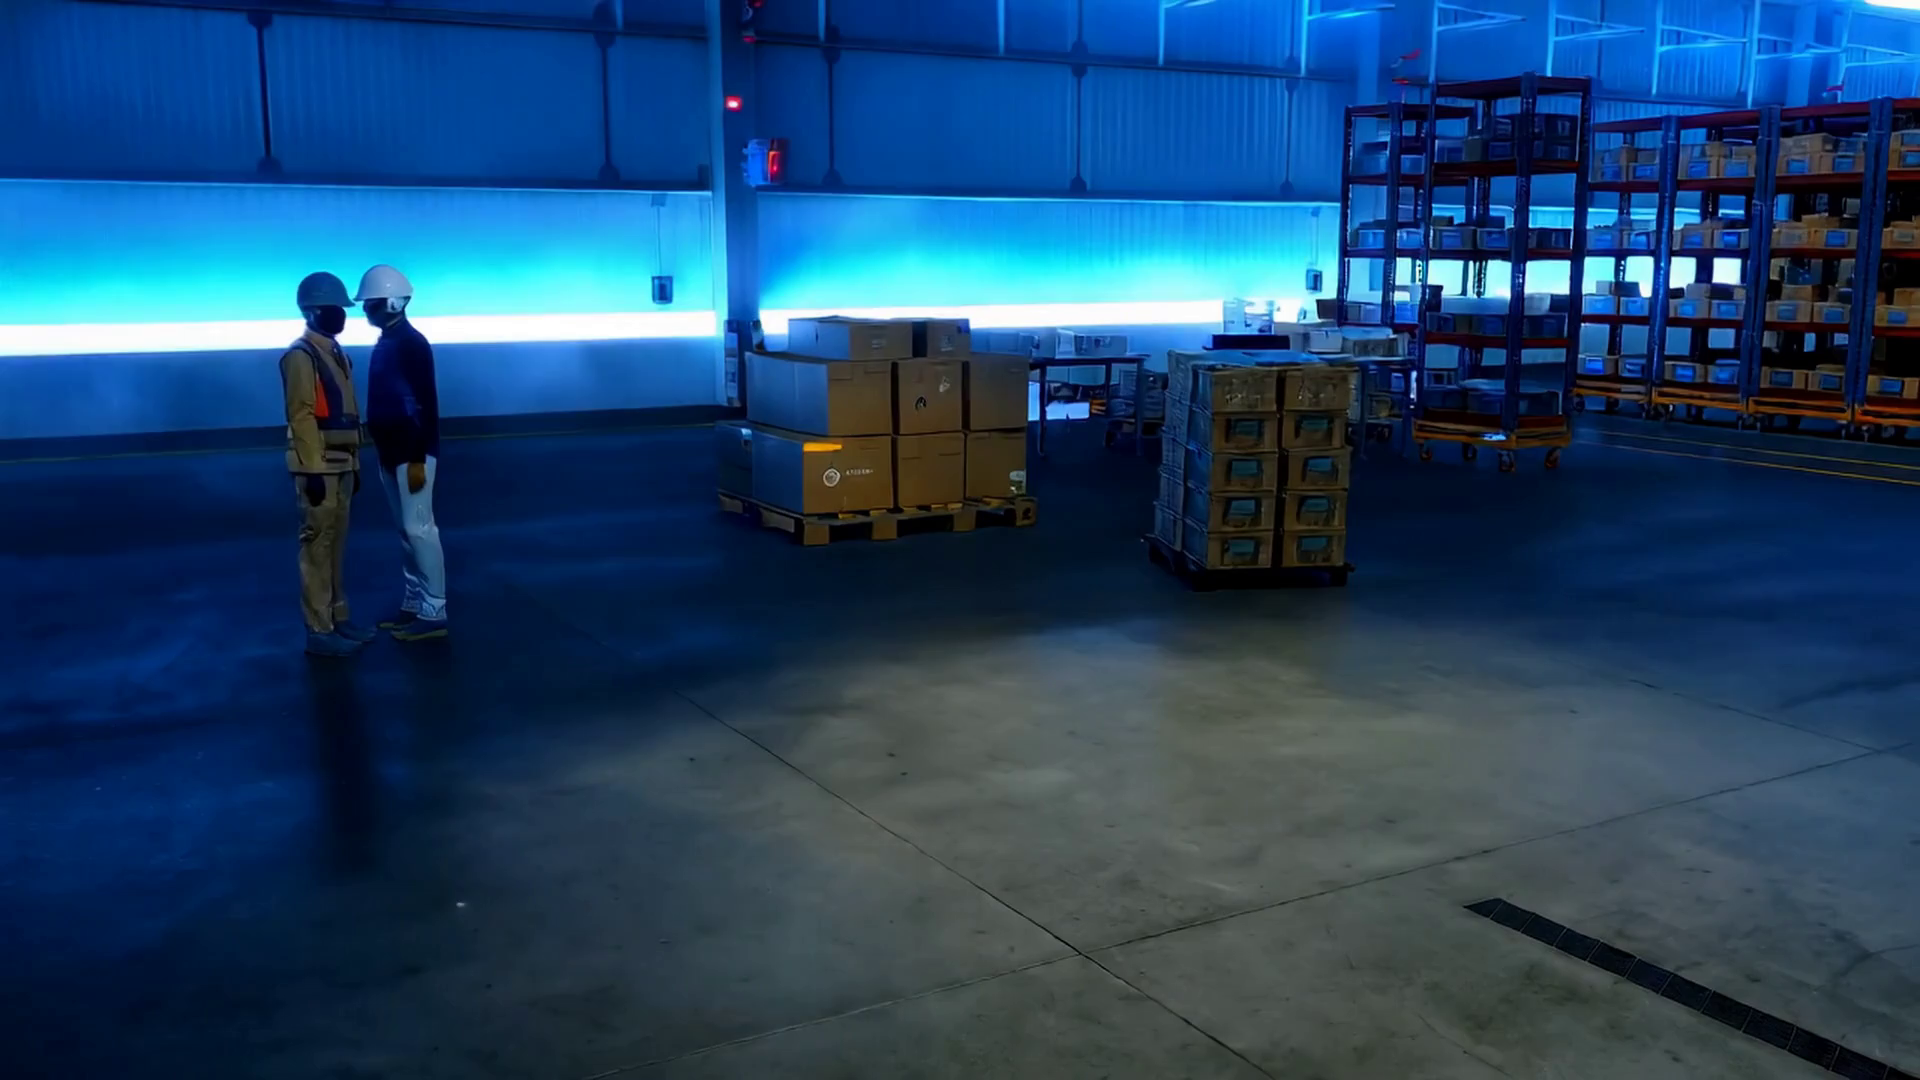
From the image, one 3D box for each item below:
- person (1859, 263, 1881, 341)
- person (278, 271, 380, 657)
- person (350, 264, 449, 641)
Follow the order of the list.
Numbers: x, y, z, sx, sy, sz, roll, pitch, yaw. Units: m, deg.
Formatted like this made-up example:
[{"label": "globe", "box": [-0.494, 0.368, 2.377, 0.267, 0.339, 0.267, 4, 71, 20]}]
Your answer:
[{"label": "person", "box": [14.850, -3.636, 27.276, 0.639, 1.820, 0.564, -6, 12, -32]}, {"label": "person", "box": [-3.237, -0.389, 8.512, 0.392, 1.949, 0.602, 0, 10, -2]}, {"label": "person", "box": [-2.969, -0.458, 8.819, 0.402, 1.987, 0.608, -8, 13, -37]}]
